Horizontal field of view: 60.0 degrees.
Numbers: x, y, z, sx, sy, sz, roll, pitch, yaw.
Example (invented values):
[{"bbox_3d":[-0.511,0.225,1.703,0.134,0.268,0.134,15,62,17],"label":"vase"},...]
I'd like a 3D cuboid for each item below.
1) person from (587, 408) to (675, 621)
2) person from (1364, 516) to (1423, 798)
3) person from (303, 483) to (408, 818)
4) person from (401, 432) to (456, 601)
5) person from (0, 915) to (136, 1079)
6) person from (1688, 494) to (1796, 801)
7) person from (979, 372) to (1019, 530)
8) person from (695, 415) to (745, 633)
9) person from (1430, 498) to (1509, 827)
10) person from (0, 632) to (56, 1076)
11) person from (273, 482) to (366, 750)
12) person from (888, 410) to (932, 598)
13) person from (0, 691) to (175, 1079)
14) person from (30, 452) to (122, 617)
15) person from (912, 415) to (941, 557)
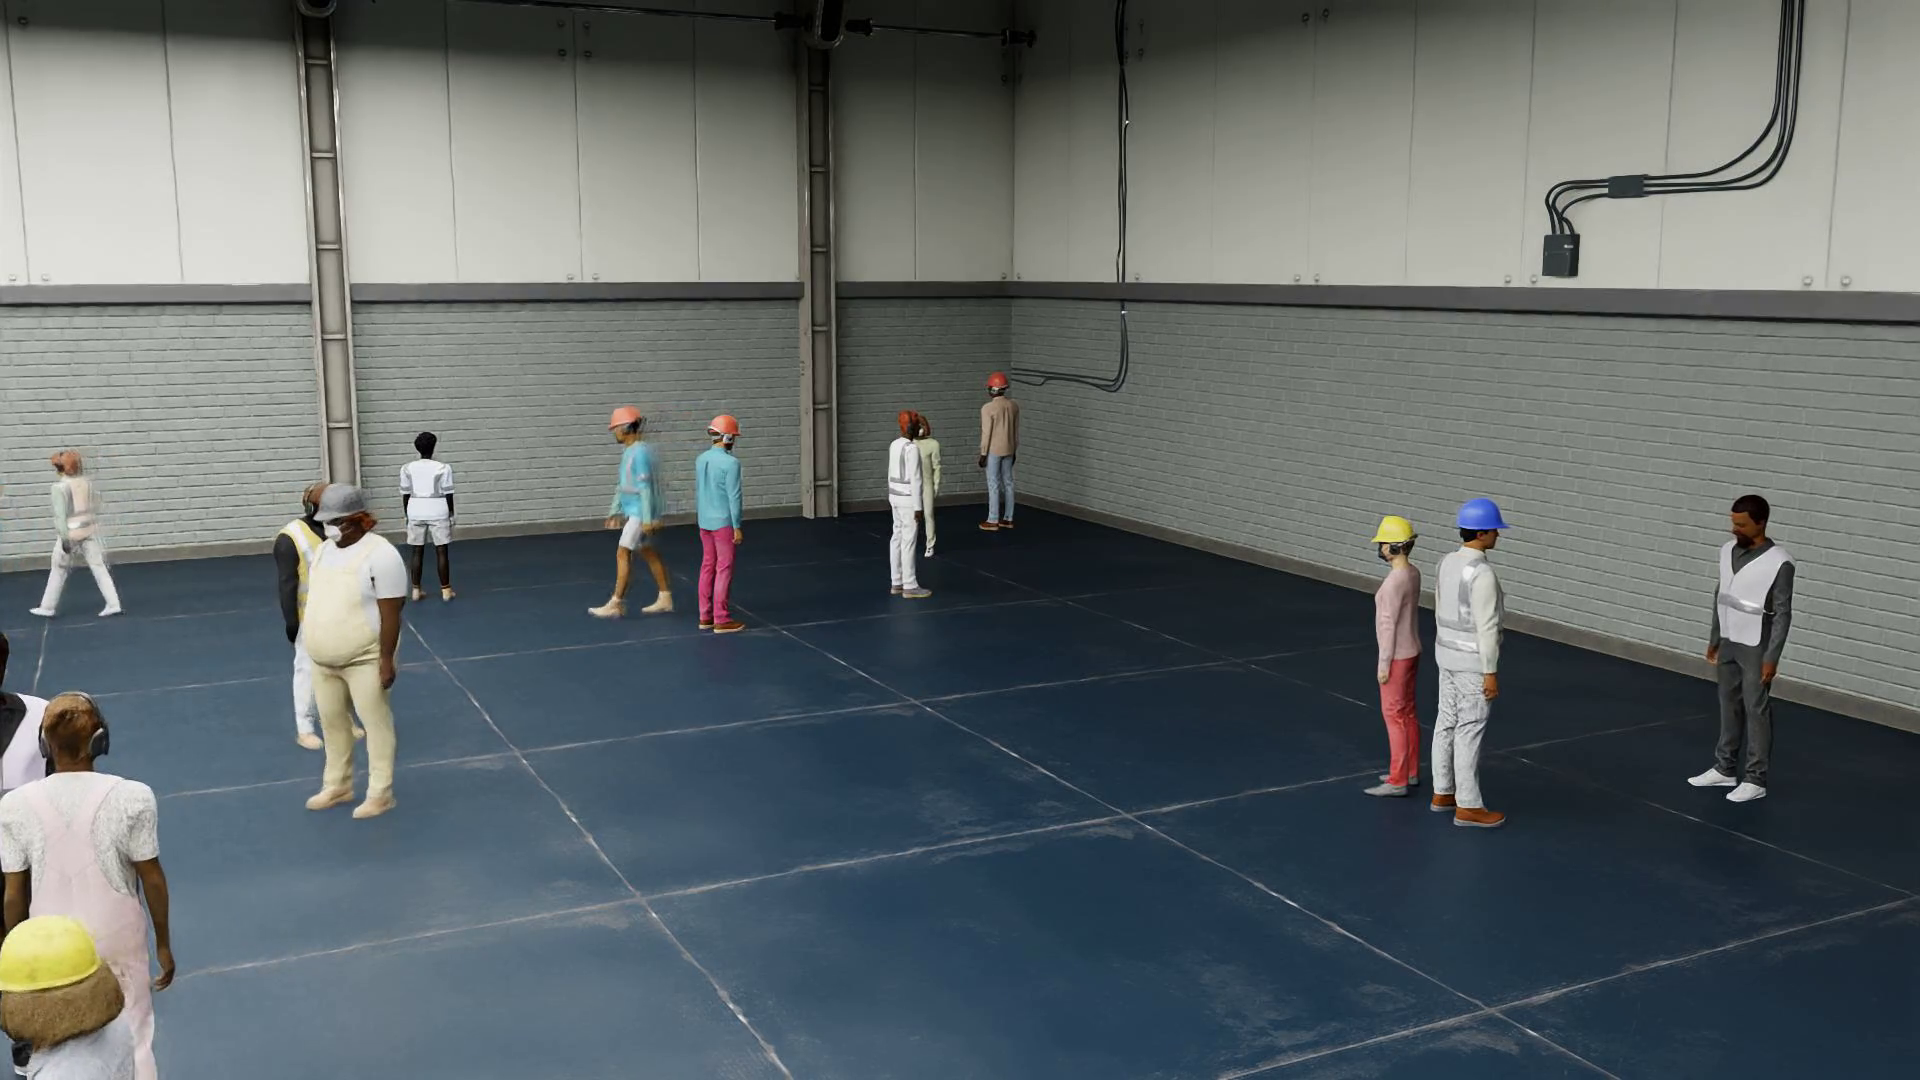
[{"bbox_3d":[-3.147,-0.244,15.704,0.964,1.983,0.618,-3,10,-19],"label":"person"},{"bbox_3d":[2.723,0.723,10.446,0.335,1.760,0.522,6,11,31],"label":"person"},{"bbox_3d":[-3.677,0.652,10.009,0.687,2.000,0.538,5,10,26],"label":"person"},{"bbox_3d":[-5.280,-0.231,16.538,0.535,1.690,0.321,0,9,2],"label":"person"},{"bbox_3d":[-2.165,1.760,4.194,0.732,1.722,0.496,-1,9,-5],"label":"person"},{"bbox_3d":[4.903,0.660,10.353,0.390,1.914,0.587,-2,10,-15],"label":"person"},{"bbox_3d":[0.488,-1.122,21.070,0.622,1.996,0.370,-8,12,-42],"label":"person"},{"bbox_3d":[-2.169,-0.151,15.183,0.434,1.977,0.608,-8,12,-41],"label":"person"},{"bbox_3d":[3.030,0.717,9.892,0.389,1.949,0.604,-2,9,-10],"label":"person"},{"bbox_3d":[-3.819,1.275,6.562,0.395,1.915,0.587,6,11,33],"label":"person"},{"bbox_3d":[-4.392,0.511,11.500,0.429,1.839,0.633,6,11,31],"label":"person"},{"bbox_3d":[-0.530,-0.365,16.762,0.362,1.883,0.575,-4,10,-26],"label":"person"},{"bbox_3d":[-3.027,1.433,5.803,0.517,1.842,0.327,-2,10,-15],"label":"person"},{"bbox_3d":[-8.367,-0.048,15.706,0.882,1.587,0.524,2,9,11],"label":"person"},{"bbox_3d":[-0.460,-0.619,19.095,0.509,1.631,0.265,4,10,22],"label":"person"}]
